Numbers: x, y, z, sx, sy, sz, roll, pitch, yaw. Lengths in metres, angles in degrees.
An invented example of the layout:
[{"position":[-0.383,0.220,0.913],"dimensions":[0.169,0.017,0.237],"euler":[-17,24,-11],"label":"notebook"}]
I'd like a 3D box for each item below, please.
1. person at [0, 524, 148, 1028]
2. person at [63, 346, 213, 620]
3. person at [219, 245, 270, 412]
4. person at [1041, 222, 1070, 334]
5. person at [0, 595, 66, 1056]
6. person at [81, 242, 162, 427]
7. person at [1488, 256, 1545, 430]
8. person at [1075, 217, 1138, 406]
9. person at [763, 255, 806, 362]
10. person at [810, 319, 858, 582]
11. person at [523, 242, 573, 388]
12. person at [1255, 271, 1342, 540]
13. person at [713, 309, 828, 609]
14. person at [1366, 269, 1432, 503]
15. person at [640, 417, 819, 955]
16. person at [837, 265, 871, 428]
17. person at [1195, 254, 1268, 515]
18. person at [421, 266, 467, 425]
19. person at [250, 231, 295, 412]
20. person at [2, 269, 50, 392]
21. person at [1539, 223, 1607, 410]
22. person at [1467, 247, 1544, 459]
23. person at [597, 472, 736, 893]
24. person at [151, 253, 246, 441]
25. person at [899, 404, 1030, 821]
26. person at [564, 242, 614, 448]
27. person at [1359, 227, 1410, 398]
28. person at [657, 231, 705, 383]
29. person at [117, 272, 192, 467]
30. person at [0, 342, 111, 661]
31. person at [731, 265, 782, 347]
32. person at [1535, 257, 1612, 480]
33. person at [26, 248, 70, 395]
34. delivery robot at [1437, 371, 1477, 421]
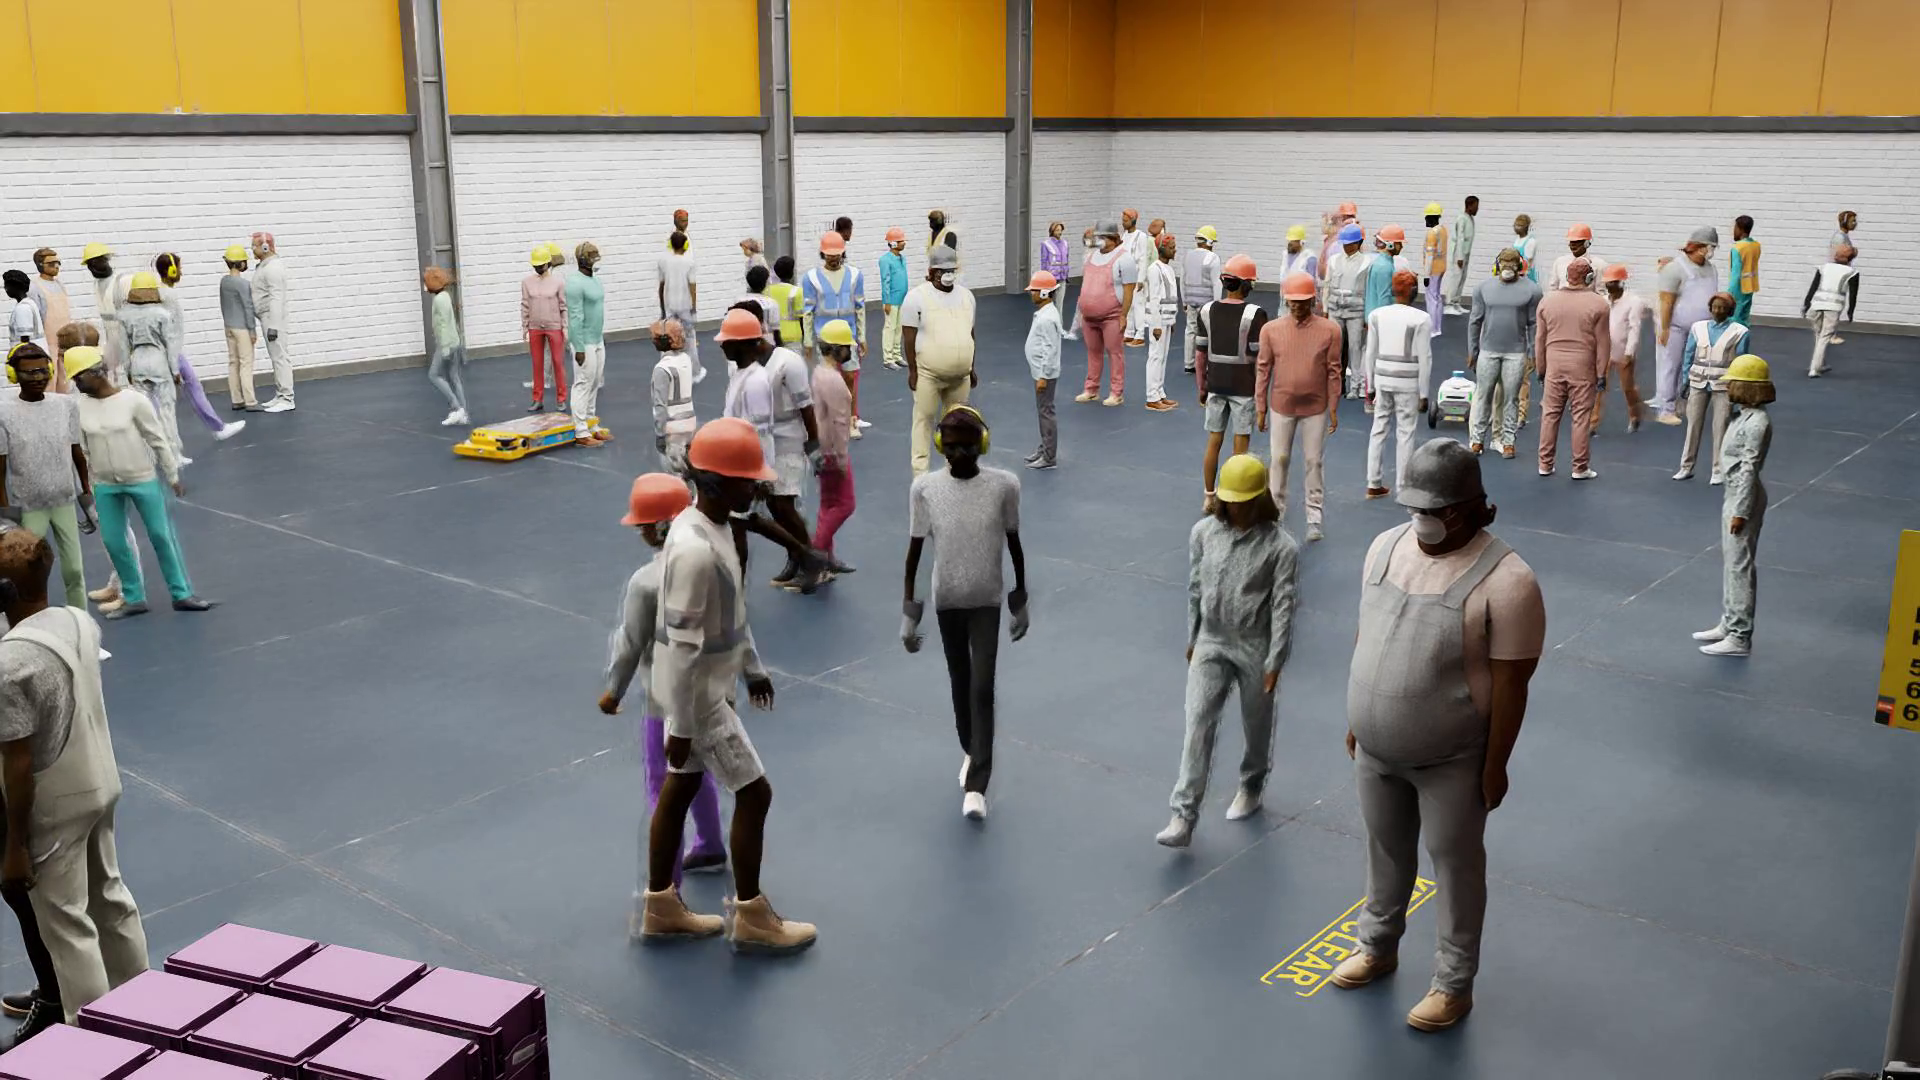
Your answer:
[{"position":[-2.812,0.847,5.196],"dimensions":[0.331,1.842,0.516],"euler":[0,14,0],"label":"person"},{"position":[-5.047,-0.343,10.196],"dimensions":[0.699,1.719,0.382],"euler":[-2,14,-7],"label":"person"},{"position":[-7.647,-2.246,17.705],"dimensions":[0.526,1.768,0.330],"euler":[11,18,36],"label":"person"},{"position":[1.382,-3.788,24.122],"dimensions":[0.523,1.639,0.306],"euler":[-11,18,-37],"label":"person"},{"position":[-3.102,0.738,5.390],"dimensions":[0.392,1.959,0.605],"euler":[-3,14,-13],"label":"person"},{"position":[-8.408,-2.029,16.675],"dimensions":[0.608,1.906,0.770],"euler":[7,16,26],"label":"person"},{"position":[5.539,-1.975,16.668],"dimensions":[0.349,1.740,0.569],"euler":[-12,19,-40],"label":"person"},{"position":[1.554,-2.485,18.106],"dimensions":[0.683,2.000,0.538],"euler":[13,19,43],"label":"person"},{"position":[-1.780,-2.077,17.167],"dimensions":[0.533,1.700,0.318],"euler":[8,16,30],"label":"person"},{"position":[-0.881,-0.594,11.131],"dimensions":[0.425,1.755,0.540],"euler":[-5,15,-19],"label":"person"},{"position":[-4.610,-2.589,19.213],"dimensions":[0.867,1.698,0.496],"euler":[-3,14,-12],"label":"person"},{"position":[2.475,-0.977,12.207],"dimensions":[0.622,1.983,0.419],"euler":[3,14,13],"label":"person"},{"position":[-1.246,-0.496,10.421],"dimensions":[0.796,1.917,0.550],"euler":[-4,15,-16],"label":"person"},{"position":[3.543,-1.238,13.444],"dimensions":[0.349,1.882,0.576],"euler":[-13,19,-42],"label":"person"},{"position":[-0.846,0.545,6.053],"dimensions":[0.797,2.003,0.634],"euler":[-2,14,-8],"label":"person"},{"position":[-1.137,-1.950,16.791],"dimensions":[0.281,1.632,0.501],"euler":[-13,19,-43],"label":"person"},{"position":[2.122,-1.181,12.886],"dimensions":[0.615,2.042,0.375],"euler":[11,18,37],"label":"person"},{"position":[-5.207,-1.949,16.803],"dimensions":[0.386,1.613,0.541],"euler":[-4,15,-15],"label":"person"},{"position":[-7.349,-2.324,17.732],"dimensions":[0.409,1.909,0.640],"euler":[-7,15,-24],"label":"person"},{"position":[-8.781,-1.707,15.717],"dimensions":[0.320,1.686,0.539],"euler":[-6,15,-23],"label":"person"},{"position":[6.562,-2.383,17.788],"dimensions":[0.397,1.992,0.621],"euler":[-14,19,-43],"label":"person"},{"position":[4.965,-1.710,15.223],"dimensions":[0.635,1.933,0.353],"euler":[6,15,22],"label":"person"},{"position":[-1.135,0.576,6.501],"dimensions":[0.444,1.728,0.555],"euler":[5,15,20],"label":"person"},{"position":[-7.423,-1.803,15.838],"dimensions":[0.543,1.812,0.969],"euler":[13,19,43],"label":"person"},{"position":[0.011,0.317,7.348],"dimensions":[0.558,1.816,0.943],"euler":[2,14,7],"label":"person"},{"position":[-3.525,-1.850,15.771],"dimensions":[0.359,1.938,0.632],"euler":[2,14,8],"label":"person"},{"position":[4.679,-2.508,18.472],"dimensions":[0.643,1.907,0.410],"euler":[7,16,26],"label":"person"},{"position":[-3.263,-2.661,19.289],"dimensions":[0.521,1.808,1.008],"euler":[2,14,8],"label":"person"},{"position":[-7.192,-1.511,14.818],"dimensions":[0.490,1.741,0.322],"euler":[0,14,0],"label":"person"},{"position":[-5.092,-0.182,9.286],"dimensions":[0.326,1.861,0.509],"euler":[11,18,37],"label":"person"},{"position":[-1.994,-1.820,16.196],"dimensions":[0.547,1.682,0.418],"euler":[7,16,27],"label":"person"},{"position":[5.276,-1.470,14.322],"dimensions":[0.640,1.909,0.409],"euler":[11,18,38],"label":"person"},{"position":[-8.834,-1.920,16.239],"dimensions":[0.344,1.847,0.504],"euler":[2,14,7],"label":"person"},{"position":[5.046,-1.470,16.871],"dimensions":[0.477,0.478,0.707],"euler":[5,15,19],"label":"delivery robot"}]
